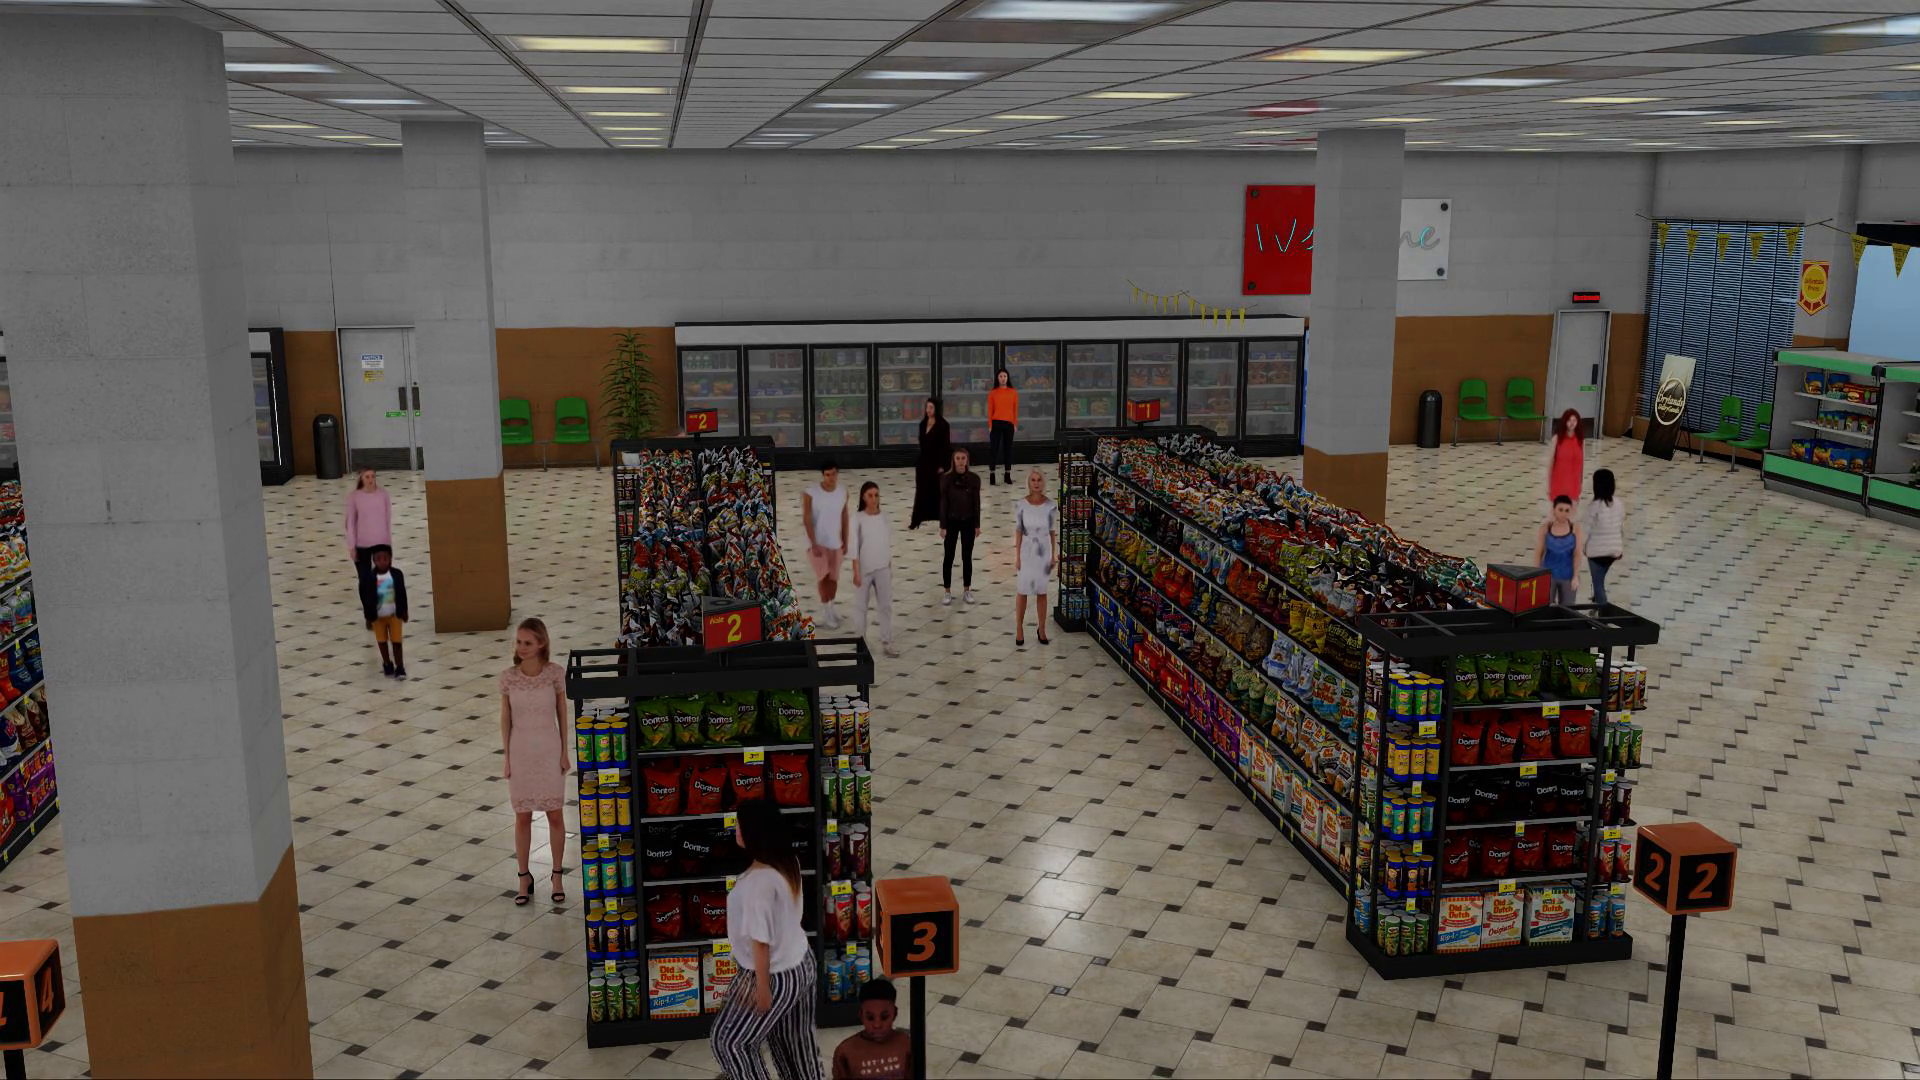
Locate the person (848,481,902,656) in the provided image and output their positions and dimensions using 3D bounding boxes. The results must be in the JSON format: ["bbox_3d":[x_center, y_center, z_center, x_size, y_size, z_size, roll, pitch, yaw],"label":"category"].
[{"bbox_3d":[-0.885,0.268,15.842,0.776,1.668,0.941,-6,13,-28],"label":"person"}]

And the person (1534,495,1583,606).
[{"bbox_3d":[5.612,0.357,15.599,0.802,1.595,0.933,5,13,23],"label":"person"}]

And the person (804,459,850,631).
[{"bbox_3d":[-1.390,0.037,16.787,0.793,1.730,0.966,-7,14,-30],"label":"person"}]

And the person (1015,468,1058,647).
[{"bbox_3d":[0.724,0.152,16.192,0.559,1.750,0.507,-2,12,-8],"label":"person"}]

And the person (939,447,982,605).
[{"bbox_3d":[-0.003,-0.163,17.804,0.598,1.703,0.497,-2,12,-8],"label":"person"}]

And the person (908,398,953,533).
[{"bbox_3d":[-0.252,-0.954,21.539,1.087,1.712,1.153,8,14,33],"label":"person"}]

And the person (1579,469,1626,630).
[{"bbox_3d":[6.493,0.112,16.685,0.742,1.626,0.814,-5,13,-22],"label":"person"}]

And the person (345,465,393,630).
[{"bbox_3d":[-5.974,0.069,16.819,0.819,1.655,1.088,-6,13,-27],"label":"person"}]

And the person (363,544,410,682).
[{"bbox_3d":[-5.204,0.645,15.074,0.651,1.247,0.858,-5,13,-23],"label":"person"}]

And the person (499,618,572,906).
[{"bbox_3d":[-2.615,1.356,10.285,0.561,1.828,0.495,-2,12,-8],"label":"person"}]

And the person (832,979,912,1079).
[{"bbox_3d":[-0.335,2.382,6.805,0.517,1.254,0.467,-2,12,-8],"label":"person"}]

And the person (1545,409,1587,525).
[{"bbox_3d":[7.243,-0.663,19.992,0.837,1.780,1.215,1,12,5],"label":"person"}]

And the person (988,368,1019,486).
[{"bbox_3d":[0.636,-1.716,25.072,0.613,1.748,0.541,-2,12,-8],"label":"person"}]

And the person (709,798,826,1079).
[{"bbox_3d":[-0.791,1.998,7.664,0.899,1.653,0.835,3,12,15],"label":"person"}]
